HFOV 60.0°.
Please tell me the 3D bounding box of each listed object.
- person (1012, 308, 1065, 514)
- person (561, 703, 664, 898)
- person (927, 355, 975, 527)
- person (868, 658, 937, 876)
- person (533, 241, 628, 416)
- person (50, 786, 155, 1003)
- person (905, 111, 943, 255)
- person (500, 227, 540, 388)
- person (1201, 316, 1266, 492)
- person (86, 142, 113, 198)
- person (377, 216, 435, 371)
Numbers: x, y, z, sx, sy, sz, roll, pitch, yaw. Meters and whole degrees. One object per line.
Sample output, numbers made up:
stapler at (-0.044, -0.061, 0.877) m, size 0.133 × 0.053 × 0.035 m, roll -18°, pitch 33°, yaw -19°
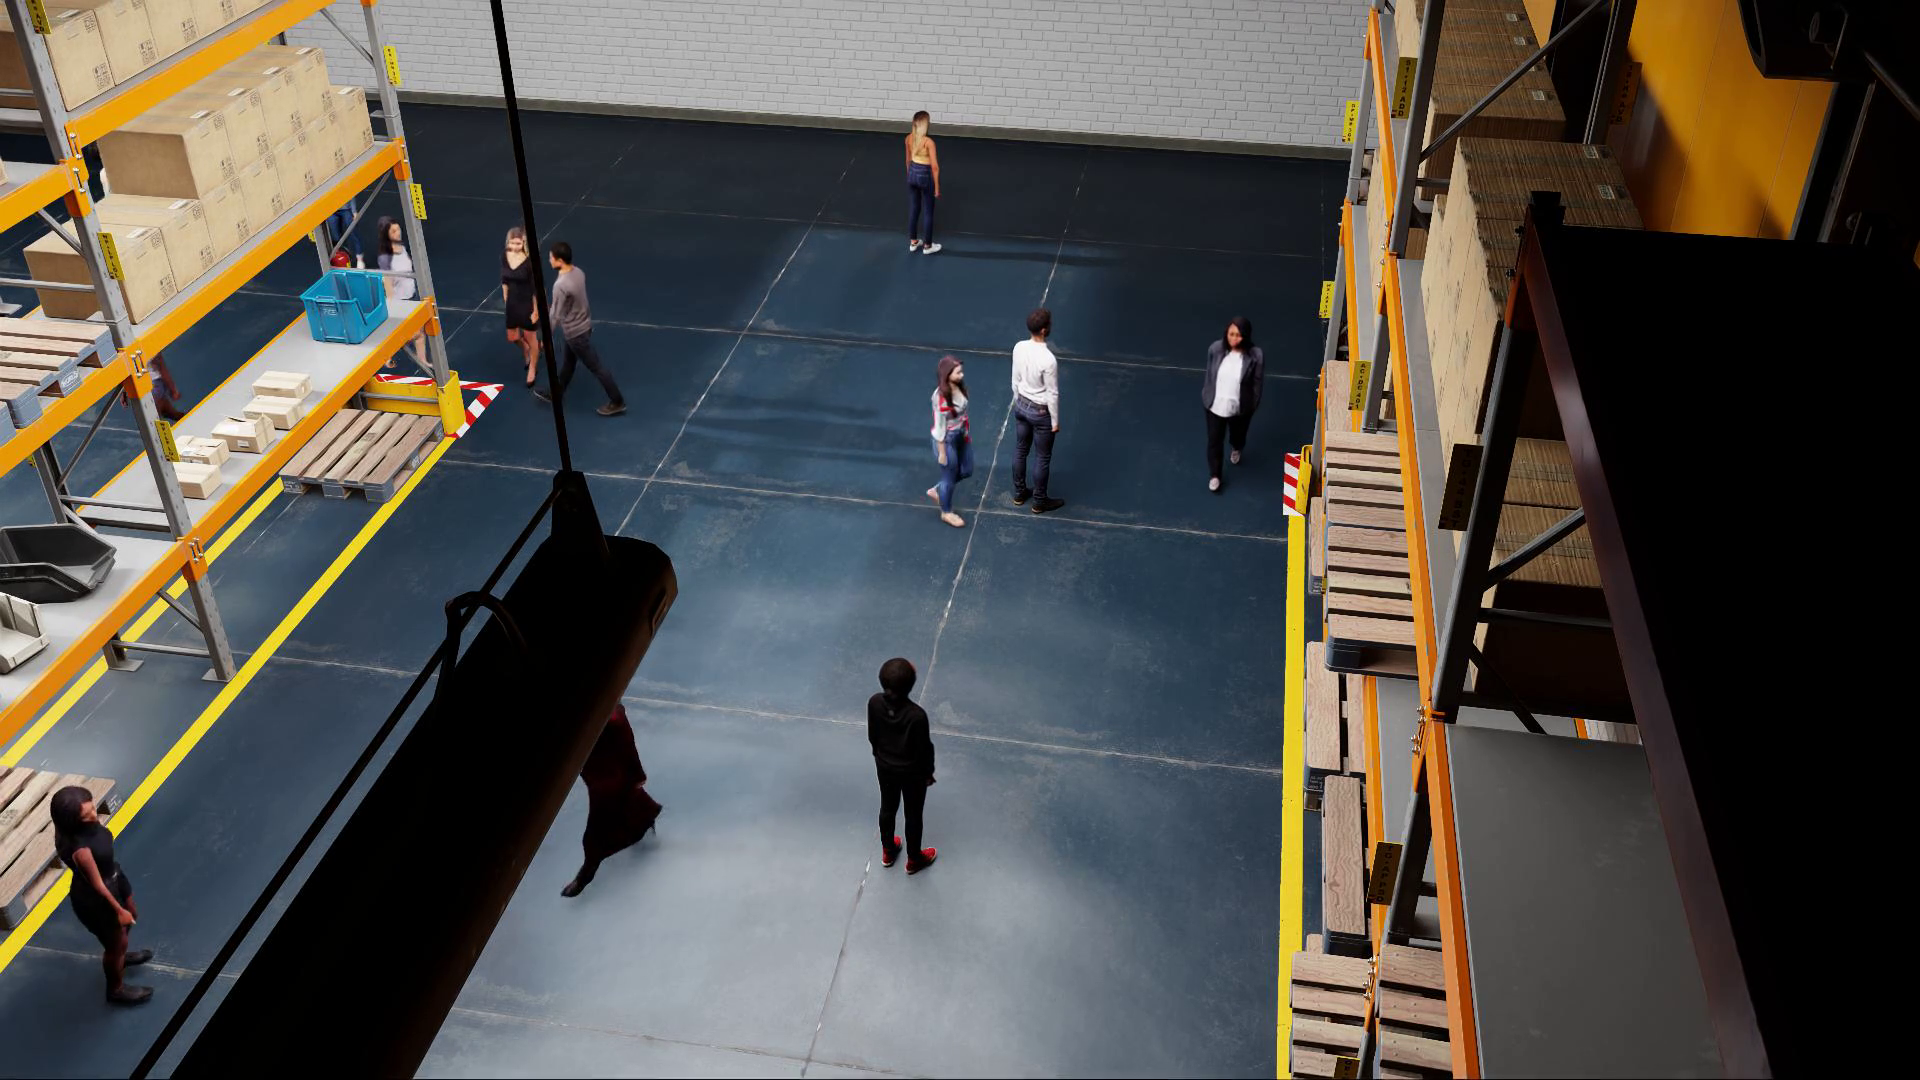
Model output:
person at (0.634, -1.107, 14.156) m, size 0.750 × 1.868 × 0.717 m, roll -28°, pitch 43°, yaw -36°
person at (-2.169, 1.401, 10.536) m, size 1.082 × 1.699 × 1.243 m, roll 29°, pitch 43°, yaw 36°
person at (-0.153, -0.853, 14.015) m, size 0.785 × 1.602 × 0.703 m, roll 19°, pitch 38°, yaw 26°
person at (-0.369, 1.426, 10.520) m, size 0.655 × 1.675 × 0.633 m, roll 15°, pitch 37°, yaw 22°
person at (-3.486, -1.928, 15.525) m, size 0.790 × 1.721 × 1.089 m, roll -14°, pitch 36°, yaw -20°
person at (-4.970, 2.055, 9.549) m, size 0.871 × 1.702 × 0.756 m, roll -23°, pitch 40°, yaw -31°
person at (-0.435, -4.049, 18.800) m, size 0.643 × 1.627 × 0.634 m, roll 21°, pitch 39°, yaw 28°
person at (-4.174, -2.282, 16.112) m, size 0.633 × 1.661 × 0.675 m, roll 13°, pitch 36°, yaw 18°
person at (2.381, -1.232, 14.606) m, size 0.721 × 1.578 × 0.923 m, roll 9°, pitch 35°, yaw 14°
person at (-8.982, -3.384, 17.720) m, size 1.005 × 1.715 × 1.197 m, roll -8°, pitch 34°, yaw -12°
person at (-5.501, -2.369, 16.219) m, size 0.732 × 1.687 × 0.758 m, roll 1°, pitch 34°, yaw 1°
